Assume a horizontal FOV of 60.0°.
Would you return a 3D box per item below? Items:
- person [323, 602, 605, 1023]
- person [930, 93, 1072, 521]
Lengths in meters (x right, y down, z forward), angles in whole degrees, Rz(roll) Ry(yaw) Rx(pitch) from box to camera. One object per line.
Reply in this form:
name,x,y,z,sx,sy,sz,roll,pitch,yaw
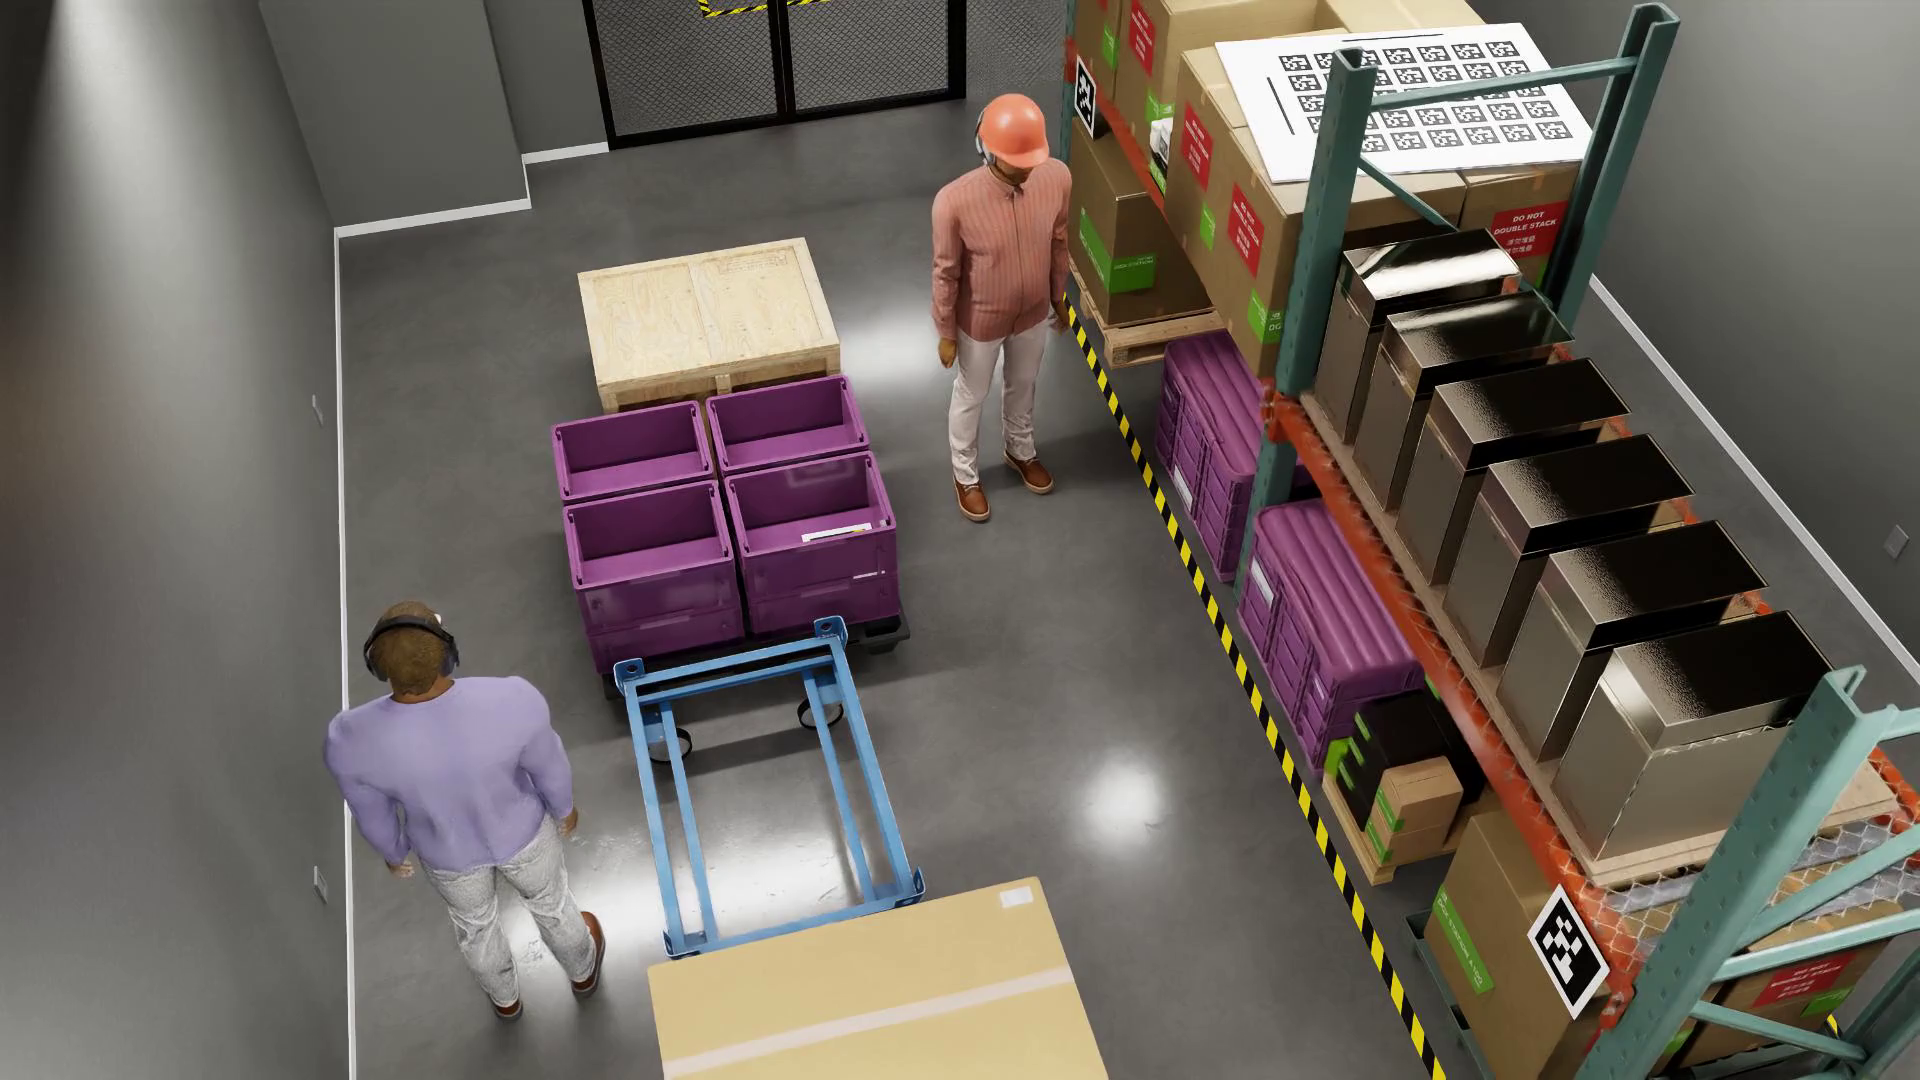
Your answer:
person,-1.473,0.874,5.083,0.628,1.940,0.377,-11,48,-10
person,0.176,-0.920,6.694,0.622,1.993,0.385,-23,51,-19
